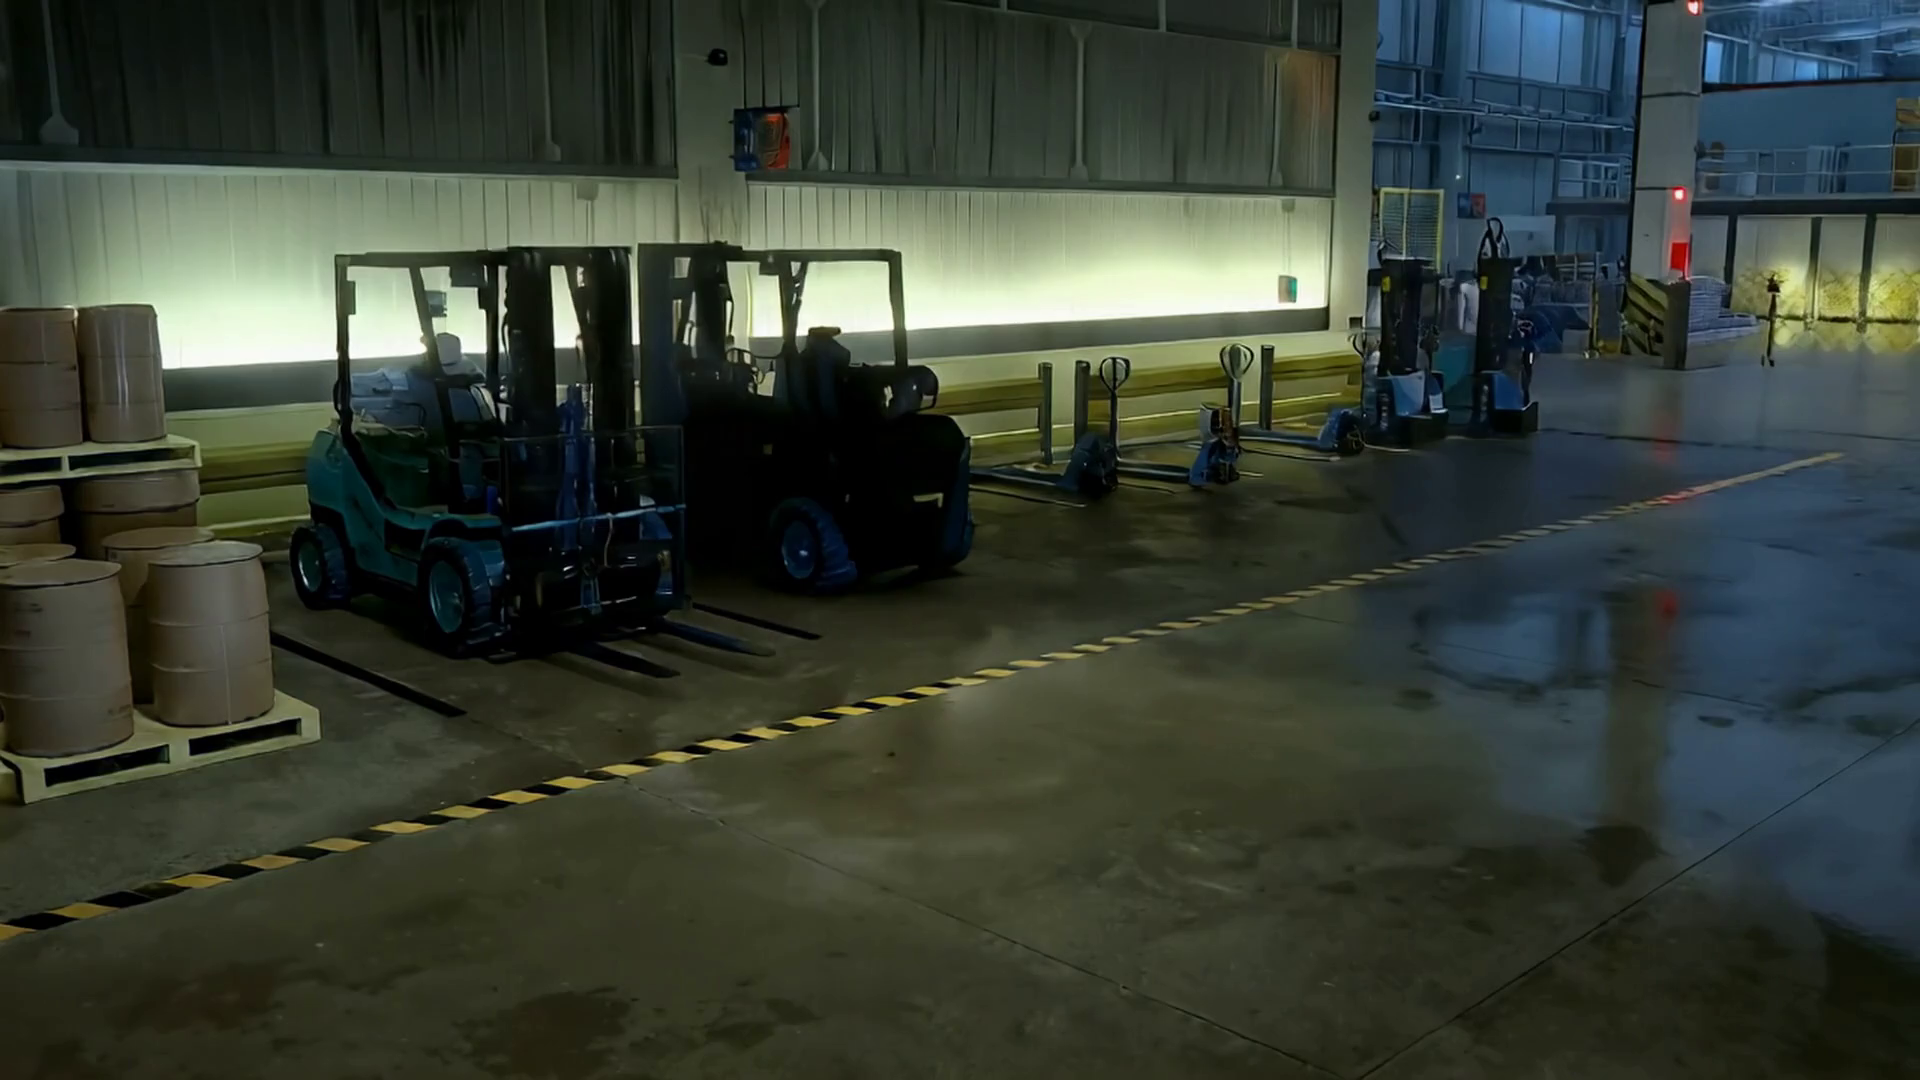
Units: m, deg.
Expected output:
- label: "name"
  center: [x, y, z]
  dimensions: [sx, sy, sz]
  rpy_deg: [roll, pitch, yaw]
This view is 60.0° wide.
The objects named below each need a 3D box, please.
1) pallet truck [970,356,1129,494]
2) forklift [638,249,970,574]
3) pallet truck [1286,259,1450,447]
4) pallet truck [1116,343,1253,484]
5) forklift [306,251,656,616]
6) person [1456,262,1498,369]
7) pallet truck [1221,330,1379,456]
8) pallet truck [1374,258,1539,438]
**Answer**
- label: "pallet truck"
  center: [0.784, -1.085, 14.876]
  dimensions: [0.680, 1.201, 1.601]
  rpy_deg: [-10, 14, -44]
- label: "forklift"
  center: [-1.173, -0.958, 11.239]
  dimensions: [2.680, 1.987, 1.157]
  rpy_deg: [10, 14, 43]
- label: "pallet truck"
  center: [4.493, -2.078, 18.196]
  dimensions: [0.823, 1.965, 1.885]
  rpy_deg: [-9, 14, -40]
- label: "pallet truck"
  center: [1.962, -1.215, 15.415]
  dimensions: [1.522, 1.261, 0.704]
  rpy_deg: [10, 14, 43]
- label: "forklift"
  center: [-2.833, -0.669, 9.694]
  dimensions: [1.157, 1.987, 2.680]
  rpy_deg: [-10, 14, -44]
- label: "person"
  center: [7.561, -3.128, 24.323]
  dimensions: [0.666, 1.853, 1.015]
  rpy_deg: [-1, 10, -6]
- label: "pallet truck"
  center: [3.563, -1.581, 17.381]
  dimensions: [0.653, 1.274, 1.630]
  rpy_deg: [-10, 14, -44]
- label: "pallet truck"
  center: [5.704, -2.208, 18.901]
  dimensions: [1.885, 1.965, 0.823]
  rpy_deg: [10, 14, 43]
